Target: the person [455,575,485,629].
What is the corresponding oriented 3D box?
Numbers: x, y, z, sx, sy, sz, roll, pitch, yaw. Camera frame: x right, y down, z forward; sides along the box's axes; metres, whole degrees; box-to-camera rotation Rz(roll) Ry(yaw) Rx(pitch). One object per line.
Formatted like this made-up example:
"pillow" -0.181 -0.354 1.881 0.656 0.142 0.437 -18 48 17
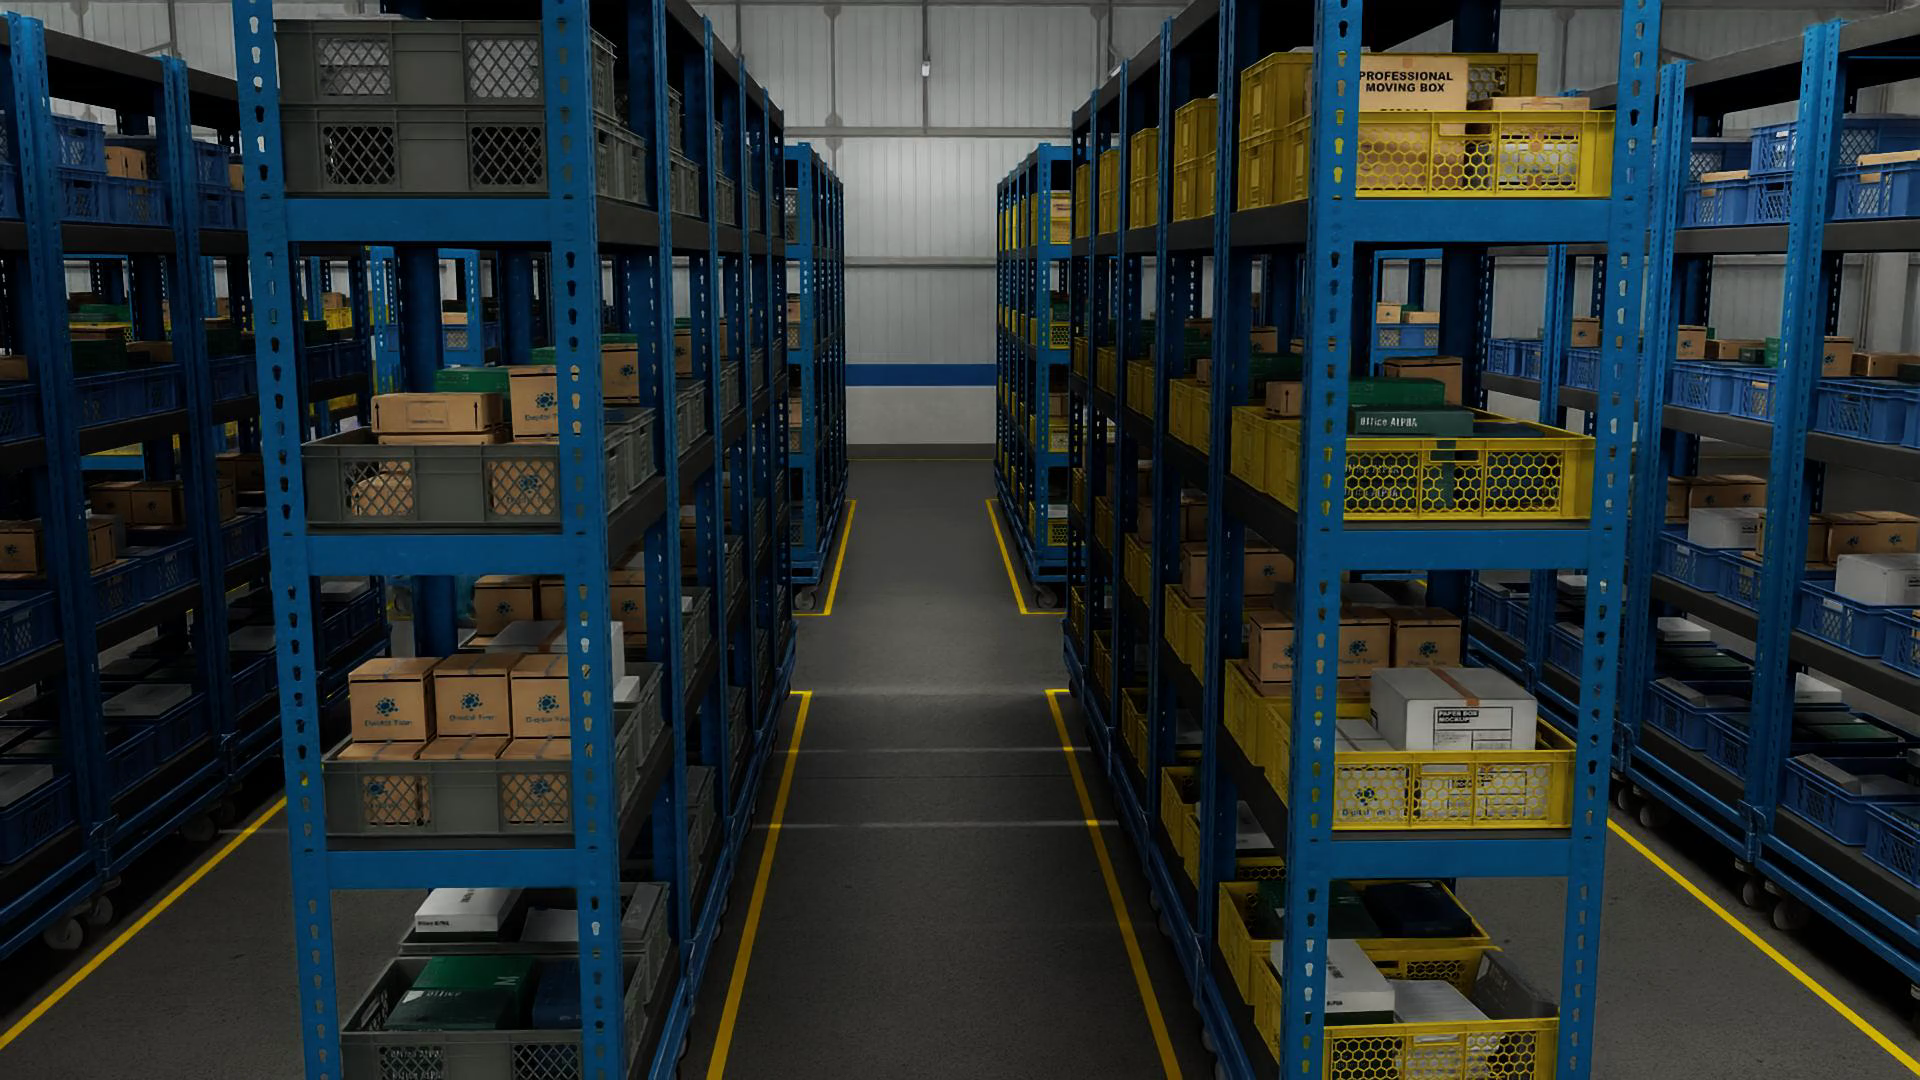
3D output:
"person" -3.655 -0.245 12.298 0.448 1.832 0.599 1 9 8
